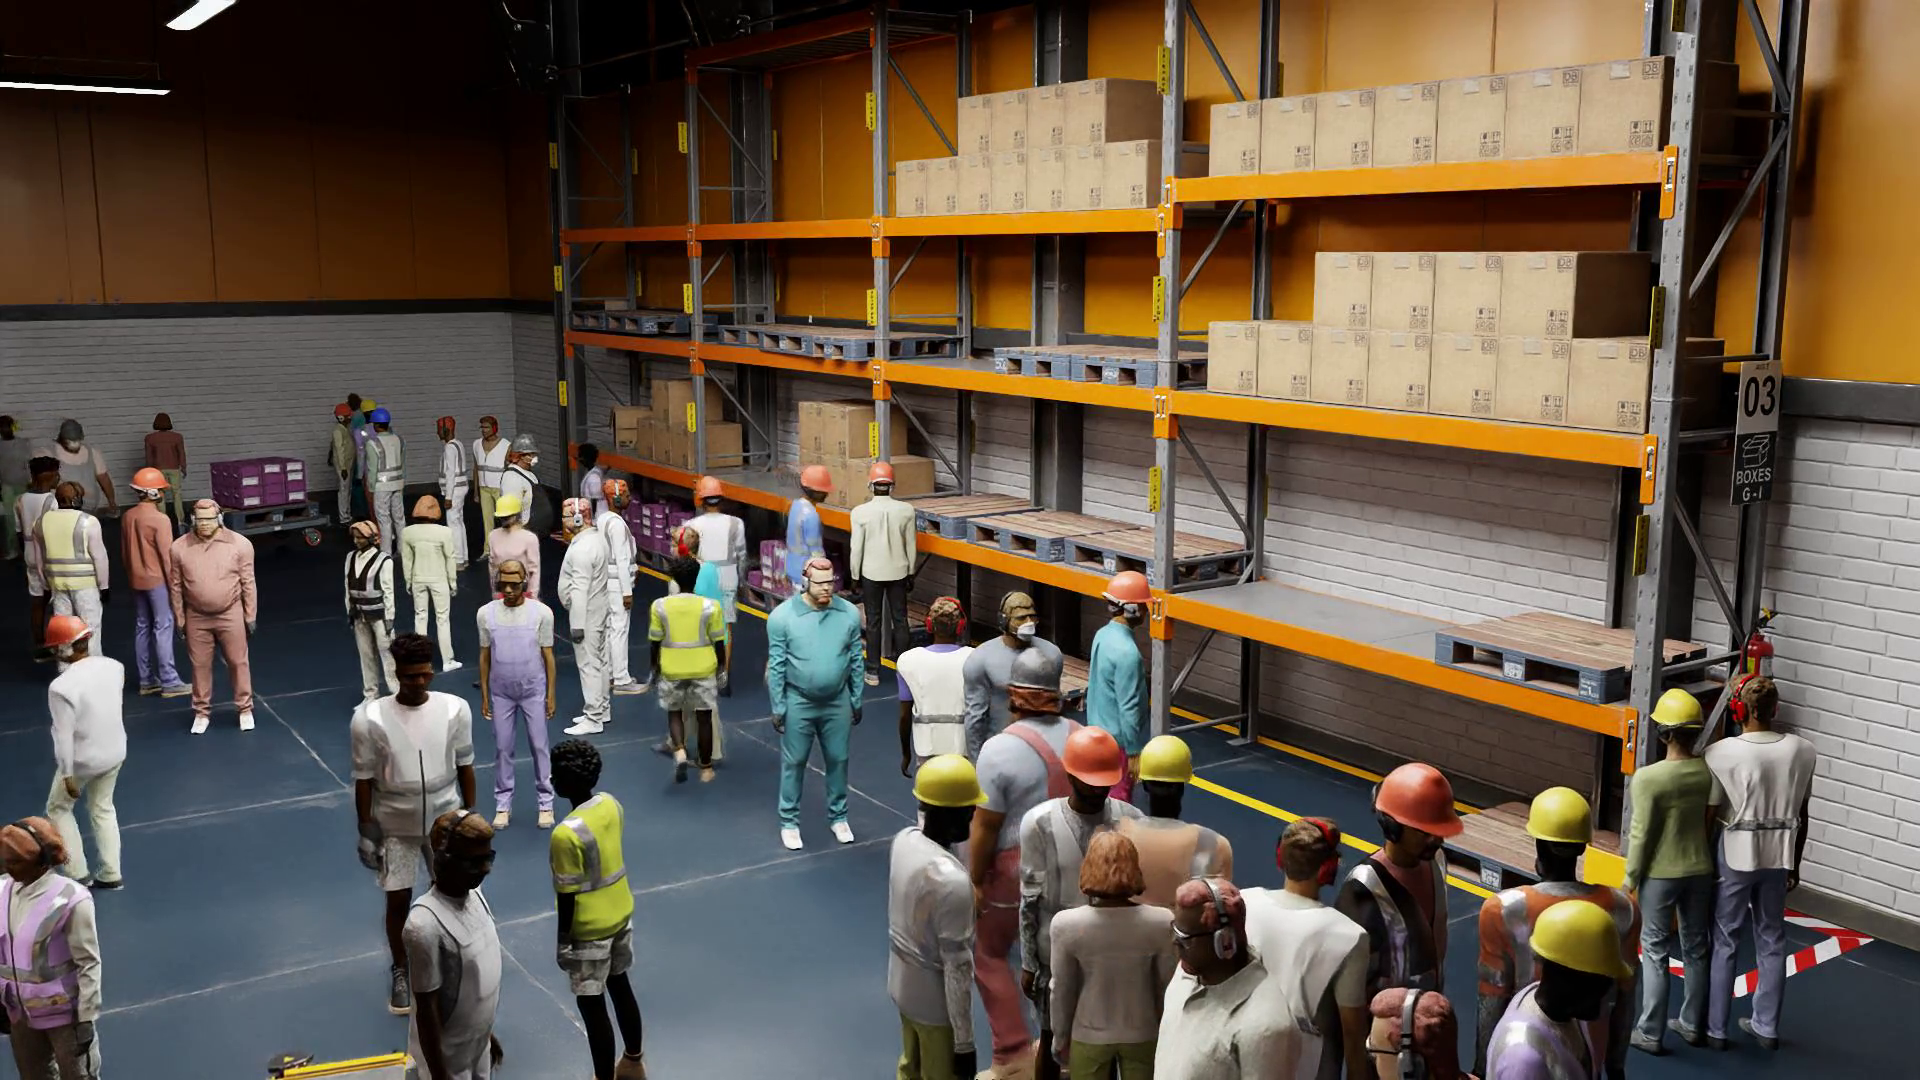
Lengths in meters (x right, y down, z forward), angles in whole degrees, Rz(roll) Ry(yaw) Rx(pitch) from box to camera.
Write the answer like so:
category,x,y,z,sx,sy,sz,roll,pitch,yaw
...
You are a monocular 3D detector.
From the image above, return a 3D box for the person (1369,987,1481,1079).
category,x,y,z,sx,sy,sz,roll,pitch,yaw
person,1.194,2.106,4.462,0.407,1.905,0.639,6,11,30

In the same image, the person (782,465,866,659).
category,x,y,z,sx,sy,sz,roll,pitch,yaw
person,-1.262,0.306,14.822,1.017,1.969,0.651,-3,10,-17

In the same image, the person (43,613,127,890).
category,x,y,z,sx,sy,sz,roll,pitch,yaw
person,-5.209,1.270,9.909,0.383,1.723,0.566,3,10,18

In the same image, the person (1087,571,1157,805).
category,x,y,z,sx,sy,sz,roll,pitch,yaw
person,0.949,1.163,9.768,0.411,1.987,0.619,-2,10,-9

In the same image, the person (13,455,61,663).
category,x,y,z,sx,sy,sz,roll,pitch,yaw
person,-8.514,0.186,15.549,0.612,1.962,0.364,3,10,20

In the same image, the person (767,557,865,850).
category,x,y,z,sx,sy,sz,roll,pitch,yaw
person,-0.912,1.044,10.721,0.648,1.900,0.400,-3,10,-19

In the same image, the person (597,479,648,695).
category,x,y,z,sx,sy,sz,roll,pitch,yaw
person,-2.975,0.405,14.506,0.355,1.882,0.575,-5,11,-27

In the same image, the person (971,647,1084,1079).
category,x,y,z,sx,sy,sz,roll,pitch,yaw
person,0.324,1.487,7.687,0.720,2.000,0.555,-7,12,-35

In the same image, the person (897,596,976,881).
category,x,y,z,sx,sy,sz,roll,pitch,yaw
person,-0.081,1.243,9.693,0.565,1.846,0.390,0,10,3

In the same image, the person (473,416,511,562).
category,x,y,z,sx,sy,sz,roll,pitch,yaw
person,-5.787,-0.630,20.687,0.572,1.843,0.373,3,10,18

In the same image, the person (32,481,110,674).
category,x,y,z,sx,sy,sz,roll,pitch,yaw
person,-7.797,0.396,14.680,0.630,1.842,0.429,1,10,5

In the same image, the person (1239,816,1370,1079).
category,x,y,z,sx,sy,sz,roll,pitch,yaw
person,1.180,1.889,5.936,0.566,1.836,0.383,9,13,42

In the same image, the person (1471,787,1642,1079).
category,x,y,z,sx,sy,sz,roll,pitch,yaw
person,2.119,1.832,5.995,0.591,1.926,0.387,-1,10,-4

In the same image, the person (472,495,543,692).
category,x,y,z,sx,sy,sz,roll,pitch,yaw
person,-3.937,0.480,14.509,0.543,1.730,0.857,3,10,15

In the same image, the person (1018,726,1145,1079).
category,x,y,z,sx,sy,sz,roll,pitch,yaw
person,0.514,1.691,6.829,0.544,1.929,0.387,-1,10,-8

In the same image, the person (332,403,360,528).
category,x,y,z,sx,sy,sz,roll,pitch,yaw
person,-8.641,-1.035,23.431,0.320,1.720,0.563,-2,10,-10

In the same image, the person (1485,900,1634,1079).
category,x,y,z,sx,sy,sz,roll,pitch,yaw
person,1.766,2.003,5.041,0.409,1.914,0.601,6,11,30

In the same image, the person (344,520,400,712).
category,x,y,z,sx,sy,sz,roll,pitch,yaw
person,-4.901,0.643,13.843,0.514,1.631,0.312,5,11,26

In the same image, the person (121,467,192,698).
category,x,y,z,sx,sy,sz,roll,pitch,yaw
person,-6.971,0.366,14.401,0.612,1.996,0.389,6,11,30

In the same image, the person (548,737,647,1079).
category,x,y,z,sx,sy,sz,roll,pitch,yaw
person,-1.646,1.710,7.438,0.324,1.689,0.546,2,10,14

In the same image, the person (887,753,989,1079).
category,x,y,z,sx,sy,sz,roll,pitch,yaw
person,-0.088,1.756,6.460,0.378,1.924,0.616,-4,11,-24

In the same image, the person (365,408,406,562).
category,x,y,z,sx,sy,sz,roll,pitch,yaw
person,-7.088,-0.656,20.543,0.386,1.948,0.602,4,11,25

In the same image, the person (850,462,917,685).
category,x,y,z,sx,sy,sz,roll,pitch,yaw
person,-0.682,0.297,14.805,0.609,1.996,0.383,-3,10,-15

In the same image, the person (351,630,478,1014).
category,x,y,z,sx,sy,sz,roll,pitch,yaw
person,-2.730,1.409,8.389,0.609,1.959,0.375,-6,11,-31

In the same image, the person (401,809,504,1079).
category,x,y,z,sx,sy,sz,roll,pitch,yaw
person,-1.809,1.869,6.043,0.344,1.839,0.505,1,10,4

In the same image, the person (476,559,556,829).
category,x,y,z,sx,sy,sz,roll,pitch,yaw
person,-2.933,1.025,11.041,0.502,1.830,0.349,-1,10,-3

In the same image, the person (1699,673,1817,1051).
category,x,y,z,sx,sy,sz,roll,pitch,yaw
person,3.765,1.549,7.933,0.560,1.836,0.393,-1,10,-5

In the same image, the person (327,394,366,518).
category,x,y,z,sx,sy,sz,roll,pitch,yaw
person,-8.949,-1.242,24.443,0.648,1.781,0.967,-6,12,-34

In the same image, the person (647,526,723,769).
category,x,y,z,sx,sy,sz,roll,pitch,yaw
person,-2.095,0.798,12.359,0.750,1.819,0.569,3,10,15

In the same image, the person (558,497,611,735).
category,x,y,z,sx,sy,sz,roll,pitch,yaw
person,-3.010,0.600,13.317,0.399,1.900,0.644,0,10,-1

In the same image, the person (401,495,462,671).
category,x,y,z,sx,sy,sz,roll,pitch,yaw
person,-4.855,0.400,15.264,0.499,1.632,0.285,1,10,6

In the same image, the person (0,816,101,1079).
category,x,y,z,sx,sy,sz,roll,pitch,yaw
person,-3.612,1.875,6.588,0.512,1.639,0.312,4,10,20

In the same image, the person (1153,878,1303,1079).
category,x,y,z,sx,sy,sz,roll,pitch,yaw
person,0.792,1.979,5.245,0.402,1.896,0.652,-3,10,-18

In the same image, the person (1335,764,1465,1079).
category,x,y,z,sx,sy,sz,roll,pitch,yaw
person,1.599,1.780,6.022,0.407,2.029,0.612,9,13,43

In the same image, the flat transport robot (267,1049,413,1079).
category,x,y,z,sx,sy,sz,roll,pitch,yaw
flat transport robot,-2.569,2.498,6.939,0.652,0.197,1.431,-3,10,-19

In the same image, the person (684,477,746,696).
category,x,y,z,sx,sy,sz,roll,pitch,yaw
person,-2.156,0.385,14.632,0.546,1.889,0.948,-1,10,-8

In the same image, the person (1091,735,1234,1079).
category,x,y,z,sx,sy,sz,roll,pitch,yaw
person,0.825,1.706,6.835,0.597,1.879,0.966,2,10,14

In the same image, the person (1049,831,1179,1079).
category,x,y,z,sx,sy,sz,roll,pitch,yaw
person,0.587,1.912,6.390,0.499,1.634,0.288,-1,10,-4

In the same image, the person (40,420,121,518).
category,x,y,z,sx,sy,sz,roll,pitch,yaw
person,-10.014,-0.424,18.904,1.038,2.000,0.700,7,12,37

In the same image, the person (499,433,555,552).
category,x,y,z,sx,sy,sz,roll,pitch,yaw
person,-4.389,-0.084,16.912,0.535,2.000,0.681,-1,10,-4

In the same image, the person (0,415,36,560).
category,x,y,z,sx,sy,sz,roll,pitch,yaw
person,-12.045,-0.707,21.261,0.536,1.822,0.961,-2,10,-11

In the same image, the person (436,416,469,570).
category,x,y,z,sx,sy,sz,roll,pitch,yaw
person,-6.178,-0.568,20.246,0.374,1.879,0.586,-2,10,-9

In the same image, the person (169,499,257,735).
category,x,y,z,sx,sy,sz,roll,pitch,yaw
person,-5.946,0.610,13.273,0.642,1.899,0.394,-2,10,-14

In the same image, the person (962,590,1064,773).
category,x,y,z,sx,sy,sz,roll,pitch,yaw
person,0.317,1.239,9.447,0.630,1.940,0.372,-5,11,-28

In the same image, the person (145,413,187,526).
category,x,y,z,sx,sy,sz,roll,pitch,yaw
person,-11.098,-0.963,23.263,0.509,1.631,0.270,-4,10,-22

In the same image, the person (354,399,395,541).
category,x,y,z,sx,sy,sz,roll,pitch,yaw
person,-7.796,-0.914,22.123,0.384,1.924,0.589,6,11,31

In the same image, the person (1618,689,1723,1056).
category,x,y,z,sx,sy,sz,roll,pitch,yaw
person,3.388,1.581,7.944,0.523,1.769,0.320,-3,10,-17

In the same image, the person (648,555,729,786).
category,x,y,z,sx,sy,sz,roll,pitch,yaw
person,-1.948,0.953,11.884,0.591,1.672,0.467,0,10,-2
